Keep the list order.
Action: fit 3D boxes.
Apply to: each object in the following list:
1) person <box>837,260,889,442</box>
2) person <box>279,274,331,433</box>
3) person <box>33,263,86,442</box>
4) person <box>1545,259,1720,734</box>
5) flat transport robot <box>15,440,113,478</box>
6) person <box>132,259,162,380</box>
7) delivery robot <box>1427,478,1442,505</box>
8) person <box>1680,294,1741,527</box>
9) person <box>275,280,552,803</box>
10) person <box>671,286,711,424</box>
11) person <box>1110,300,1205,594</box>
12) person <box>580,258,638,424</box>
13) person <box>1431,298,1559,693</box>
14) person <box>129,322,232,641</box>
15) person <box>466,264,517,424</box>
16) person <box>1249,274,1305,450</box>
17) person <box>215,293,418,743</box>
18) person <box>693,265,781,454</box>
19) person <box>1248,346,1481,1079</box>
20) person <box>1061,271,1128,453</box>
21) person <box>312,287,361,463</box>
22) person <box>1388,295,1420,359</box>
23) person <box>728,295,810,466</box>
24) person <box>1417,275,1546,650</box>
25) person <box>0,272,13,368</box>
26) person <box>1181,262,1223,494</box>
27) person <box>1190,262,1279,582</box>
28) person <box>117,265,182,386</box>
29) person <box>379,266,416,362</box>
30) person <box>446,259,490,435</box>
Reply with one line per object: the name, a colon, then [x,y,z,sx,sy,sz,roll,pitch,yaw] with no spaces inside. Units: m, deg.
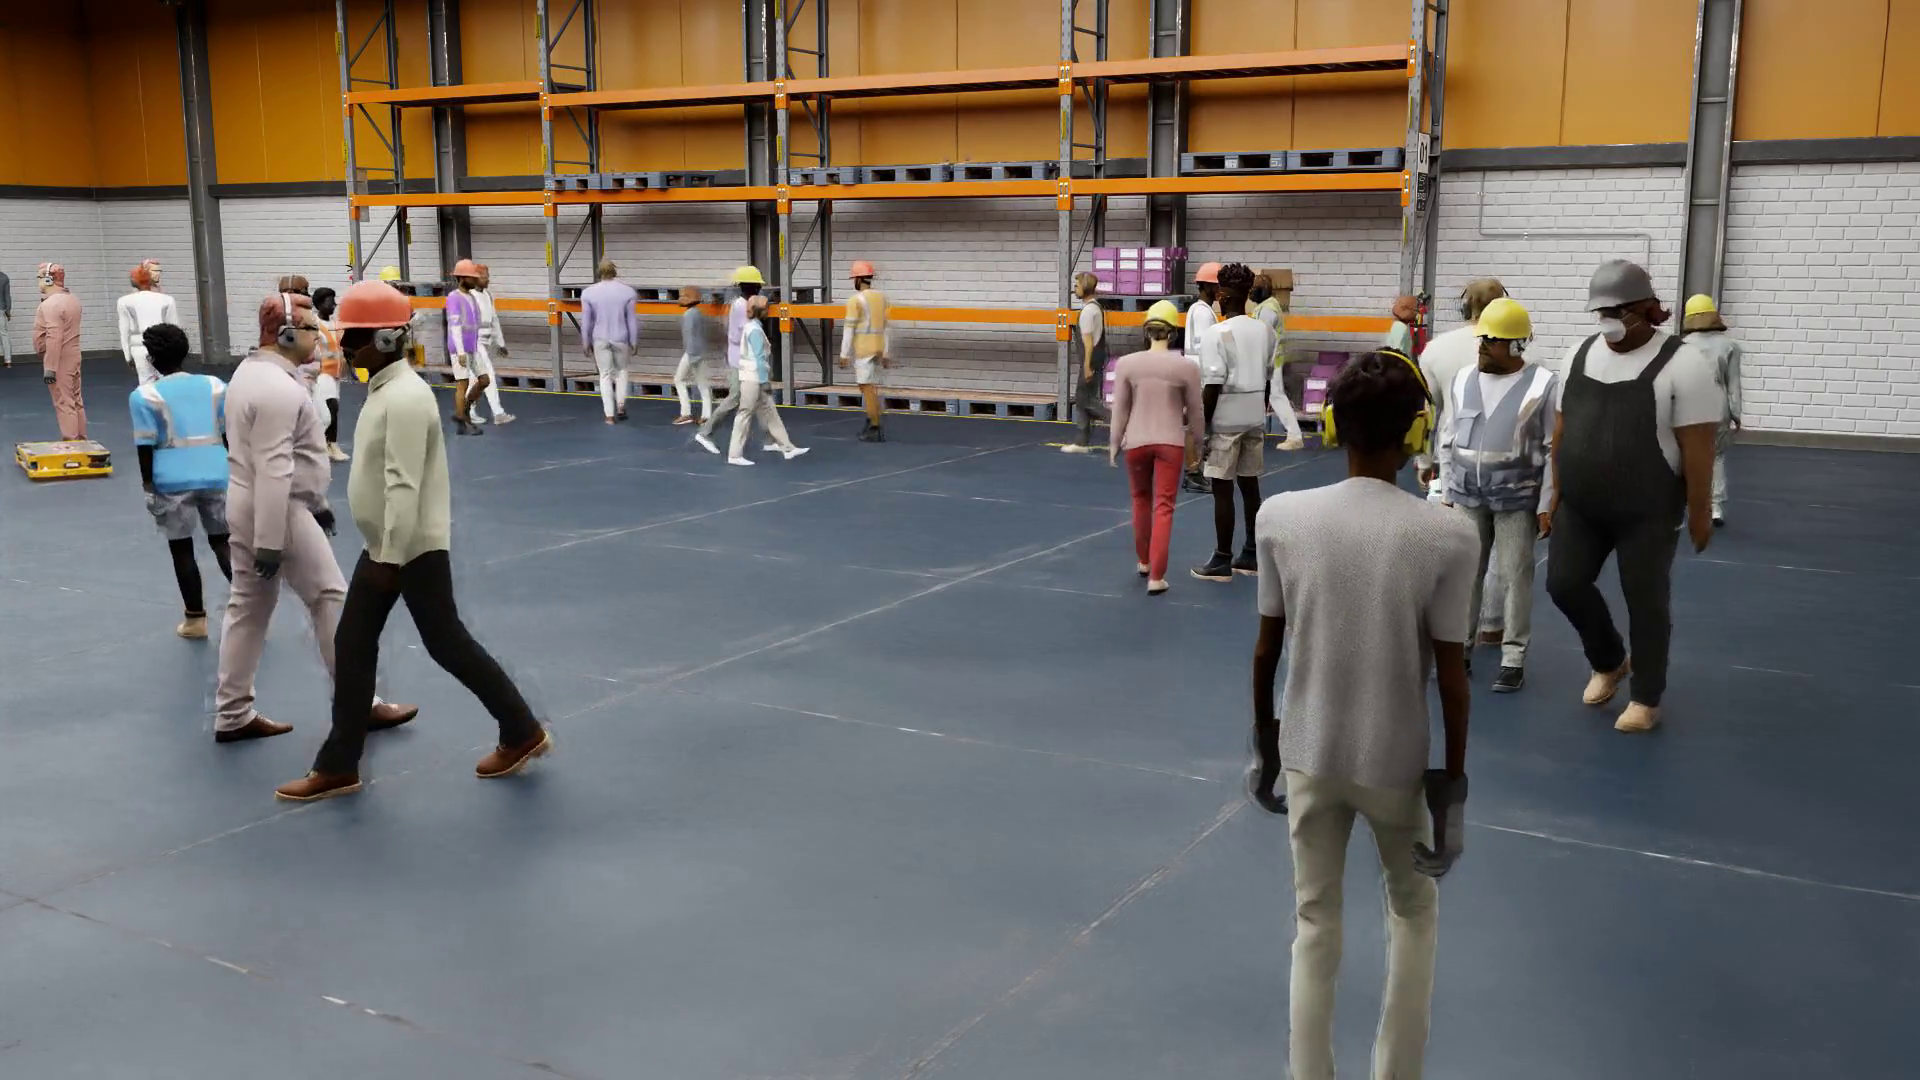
person: [-1.039,-1.994,17.655,0.624,1.915,0.565,6,12,32]
person: [-5.692,-1.363,14.323,0.464,1.823,0.651,-2,10,-13]
person: [-8.639,-1.690,15.943,0.410,1.909,0.643,-2,10,-12]
person: [2.824,-0.194,7.092,0.539,2.000,0.766,-8,13,-39]
flat transport robot: [-8.248,-0.756,15.286,0.652,0.197,1.431,-7,12,-33]
person: [-10.061,-2.544,20.789,0.400,1.905,0.644,-2,10,-13]
delivery robot: [3.640,-0.349,11.914,0.477,0.478,0.707,9,13,41]
person: [5.377,-0.913,12.055,0.508,1.713,0.428,2,10,10]
person: [-2.051,0.004,6.258,1.005,1.953,0.623,-6,12,-32]
person: [-3.139,-2.136,19.301,0.547,1.615,0.503,3,10,15]
person: [1.220,-0.580,10.125,0.545,1.734,0.796,3,10,17]
person: [-4.104,-2.317,19.444,0.650,1.920,0.534,-3,10,-16]
person: [2.503,-0.206,7.762,0.591,1.829,0.404,9,14,42]
person: [-3.981,-0.292,8.665,0.516,1.674,0.550,9,13,41]
person: [-5.471,-2.262,19.327,0.883,1.847,0.597,2,10,13]
person: [3.083,-1.789,16.861,0.929,1.789,0.630,0,10,1]
person: [-2.741,-0.085,6.969,0.888,1.870,0.668,-7,12,-36]
person: [-2.200,-1.796,16.622,0.963,1.890,0.605,-1,10,-4]
person: [0.888,0.499,3.731,0.513,1.852,0.573,4,11,23]
person: [1.361,-1.754,16.559,0.634,1.828,0.502,2,10,9]
person: [-6.012,-1.577,15.971,0.674,1.673,0.552,3,10,16]
person: [4.308,-1.572,16.152,0.822,1.578,0.617,1,10,7]
person: [-1.828,-1.497,15.714,0.830,1.601,0.540,-1,10,-5]
person: [2.679,-0.394,8.569,0.658,1.917,0.462,6,12,32]
person: [-16.373,-3.860,28.141,0.352,1.937,0.635,6,12,30]
person: [2.071,-1.362,14.003,0.370,1.933,0.551,0,10,1]
person: [1.688,-0.723,10.299,0.605,1.966,0.367,-8,13,-38]
person: [-8.563,-1.967,17.618,0.577,1.867,0.442,-7,12,-33]
person: [-6.721,-2.322,19.727,0.403,1.835,0.588,6,12,32]
person: [-5.384,-2.094,18.186,0.409,1.922,0.556,2,10,12]
